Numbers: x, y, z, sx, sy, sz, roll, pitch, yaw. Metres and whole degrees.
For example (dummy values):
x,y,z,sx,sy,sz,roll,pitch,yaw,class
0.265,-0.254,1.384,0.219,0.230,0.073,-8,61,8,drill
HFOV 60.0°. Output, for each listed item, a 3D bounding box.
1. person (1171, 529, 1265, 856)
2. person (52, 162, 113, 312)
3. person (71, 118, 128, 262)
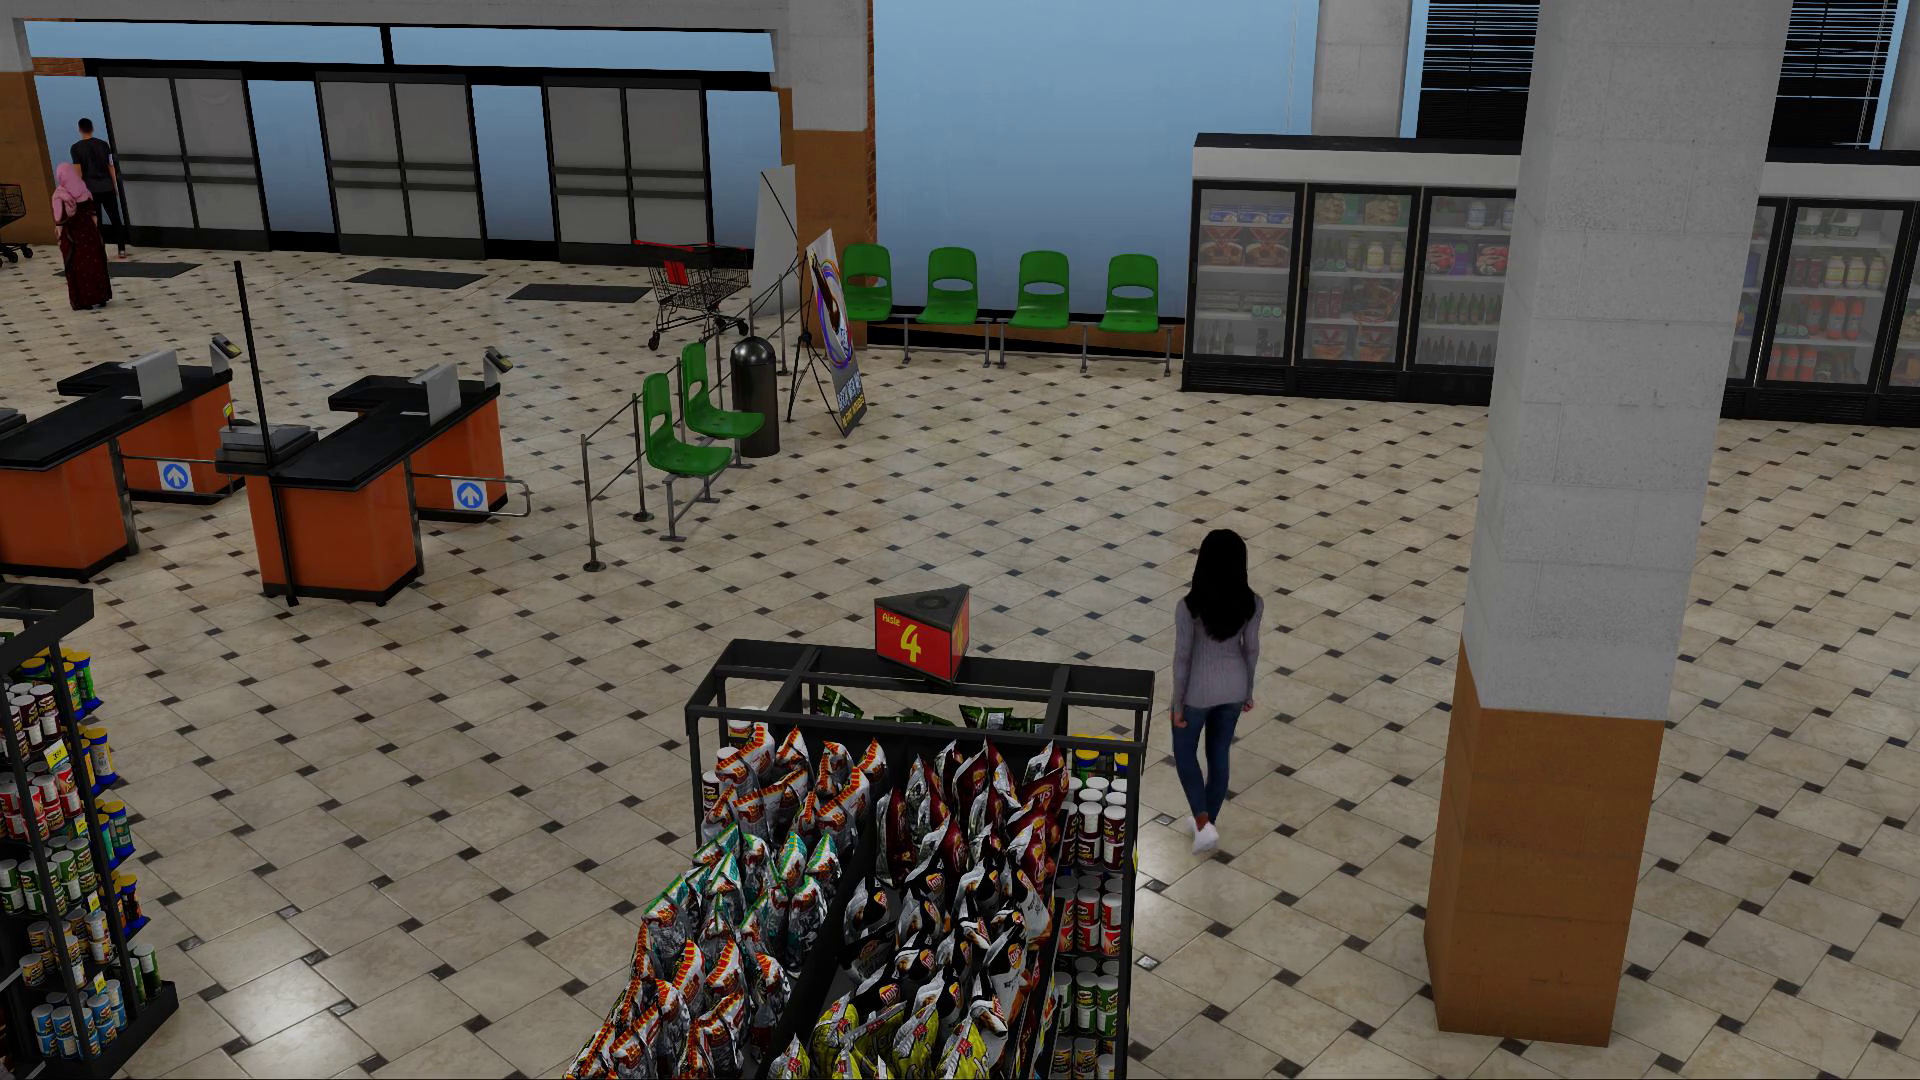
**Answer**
x,y,z,sx,sy,sz,roll,pitch,yaw,class
1.252,0.793,8.055,0.762,1.724,0.900,-4,22,-9,person
-9.871,-3.412,18.634,0.815,1.639,0.701,16,27,34,person
-10.868,-4.420,20.976,0.689,1.764,0.778,-19,29,-39,person
